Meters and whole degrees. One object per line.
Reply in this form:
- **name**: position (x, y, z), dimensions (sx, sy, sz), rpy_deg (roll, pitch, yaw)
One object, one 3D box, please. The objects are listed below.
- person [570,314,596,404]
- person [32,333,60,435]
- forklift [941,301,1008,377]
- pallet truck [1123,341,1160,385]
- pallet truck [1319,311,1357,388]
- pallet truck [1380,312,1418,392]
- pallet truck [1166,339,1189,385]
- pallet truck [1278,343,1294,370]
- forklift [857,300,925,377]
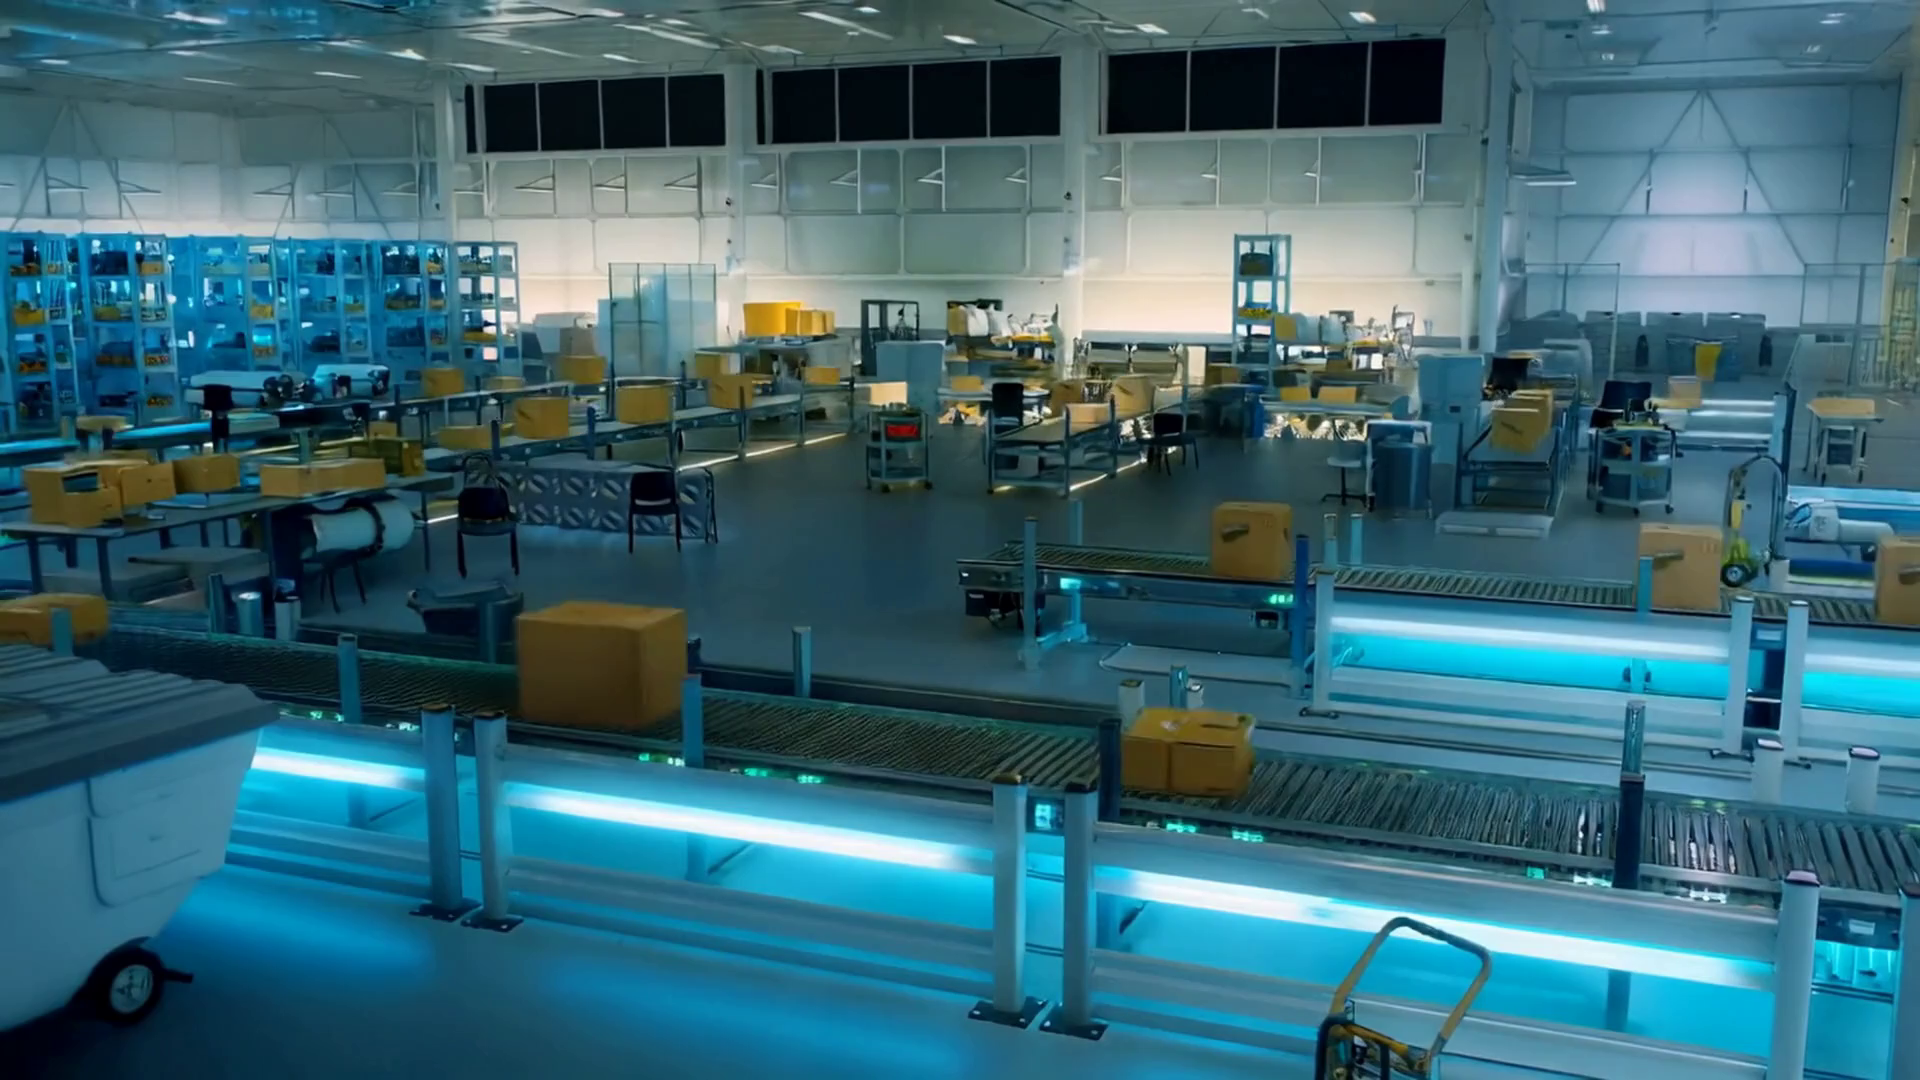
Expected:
- **person**: position (-8.285, -3.988, 36.619), dimensions (0.609, 1.984, 0.399), rpy_deg (-8, 12, -39)
- **person**: position (-16.420, -2.792, 29.829), dimensions (0.403, 1.830, 0.599), rpy_deg (-8, 12, -39)
- **forklift**: position (0.365, -4.966, 41.571), dimensions (1.157, 1.987, 2.680), rpy_deg (3, 10, 20)
- **pallet truck**: position (4.445, -4.380, 41.279), dimensions (0.680, 1.201, 1.601), rpy_deg (4, 10, 22)
- **pallet truck**: position (9.071, -4.419, 39.190), dimensions (0.823, 1.965, 1.885), rpy_deg (5, 10, 26)
- **pallet truck**: position (10.207, -4.283, 38.369), dimensions (0.823, 1.965, 1.885), rpy_deg (3, 10, 20)
- **pallet truck**: position (5.418, -4.269, 40.420), dimensions (0.704, 1.261, 1.522), rpy_deg (3, 10, 20)
- **pallet truck**: position (7.886, -4.163, 39.743), dimensions (0.653, 1.274, 1.630), rpy_deg (4, 10, 22)
- **forklift**: position (-1.732, -5.109, 42.468), dimensions (1.157, 1.987, 2.680), rpy_deg (4, 10, 22)
